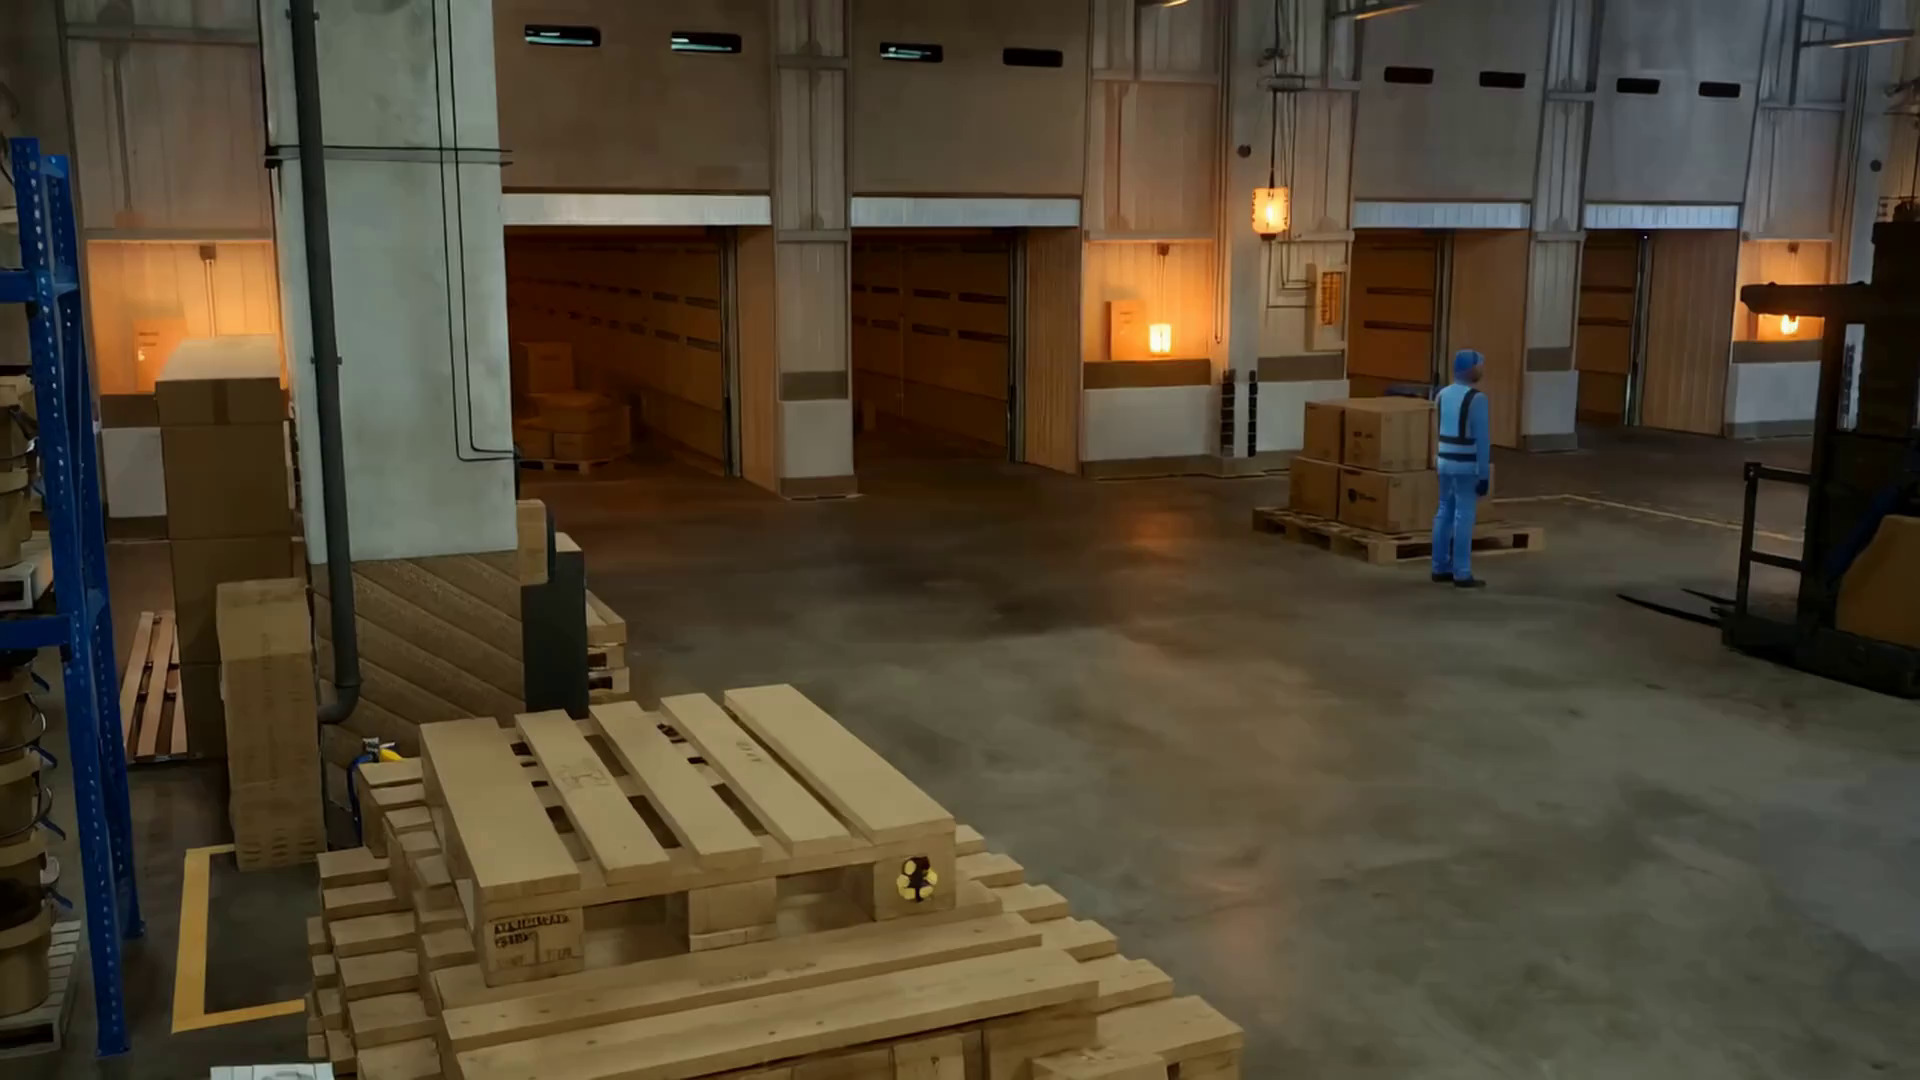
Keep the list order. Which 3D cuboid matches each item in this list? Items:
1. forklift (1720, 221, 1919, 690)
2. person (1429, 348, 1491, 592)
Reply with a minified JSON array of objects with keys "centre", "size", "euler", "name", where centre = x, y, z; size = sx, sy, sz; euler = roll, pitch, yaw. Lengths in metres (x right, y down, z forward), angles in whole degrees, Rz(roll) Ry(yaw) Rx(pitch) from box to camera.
[{"centre":[5.949,-0.550,10.218],"size":[1.129,2.768,1.873],"euler":[-4,11,-23],"name":"forklift"},{"centre":[3.895,-0.543,12.923],"size":[0.337,1.883,0.584],"euler":[-4,11,-23],"name":"person"}]
